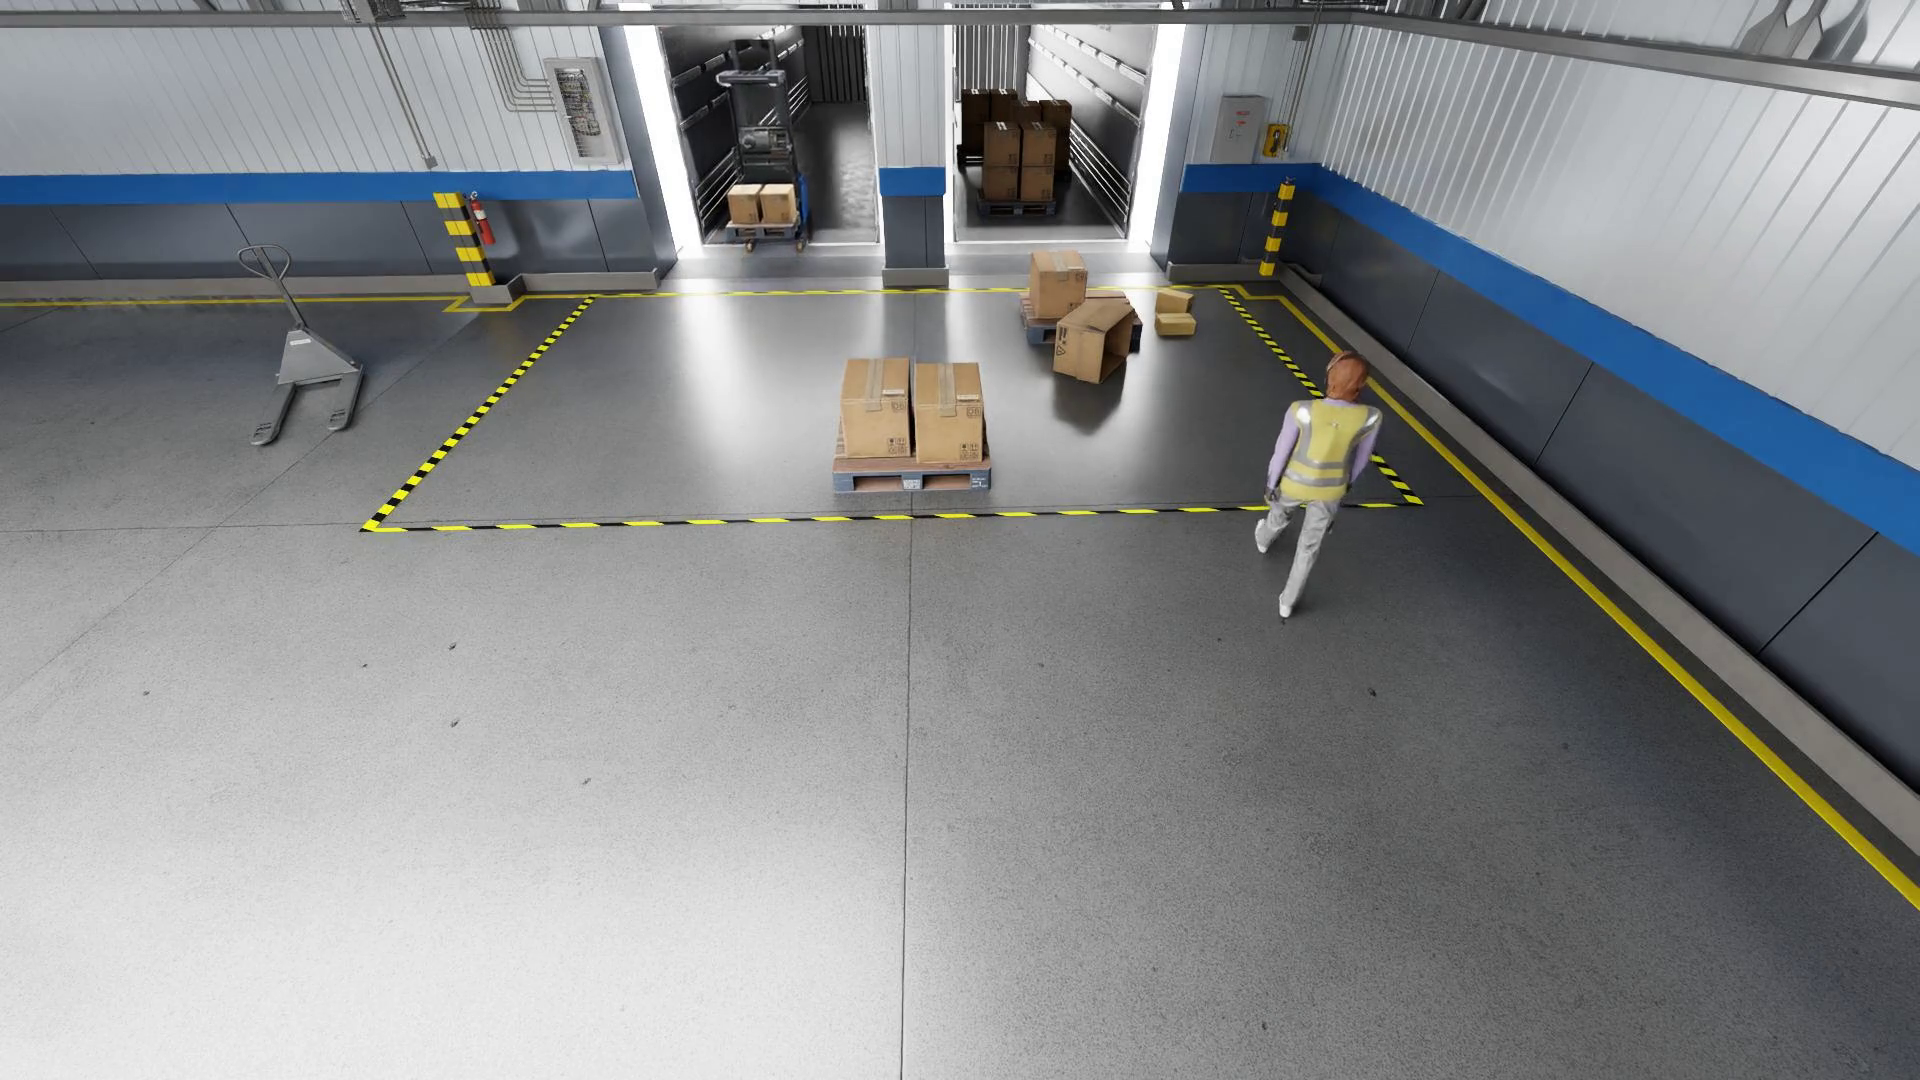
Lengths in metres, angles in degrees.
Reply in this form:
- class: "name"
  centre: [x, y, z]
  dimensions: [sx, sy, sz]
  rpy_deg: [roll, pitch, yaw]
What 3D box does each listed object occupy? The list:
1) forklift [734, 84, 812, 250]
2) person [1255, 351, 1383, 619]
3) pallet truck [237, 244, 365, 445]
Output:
- class: "forklift"
  centre: [-2.598, -5.324, 10.247]
  dimensions: [0.716, 2.013, 0.776]
  rpy_deg: [-1, 38, -2]
- class: "person"
  centre: [2.083, -0.375, 4.359]
  dimensions: [0.524, 1.600, 0.844]
  rpy_deg: [12, 40, 14]
- class: "pallet truck"
  centre: [-5.915, -1.733, 6.366]
  dimensions: [0.680, 1.201, 1.601]
  rpy_deg: [-18, 42, -21]
